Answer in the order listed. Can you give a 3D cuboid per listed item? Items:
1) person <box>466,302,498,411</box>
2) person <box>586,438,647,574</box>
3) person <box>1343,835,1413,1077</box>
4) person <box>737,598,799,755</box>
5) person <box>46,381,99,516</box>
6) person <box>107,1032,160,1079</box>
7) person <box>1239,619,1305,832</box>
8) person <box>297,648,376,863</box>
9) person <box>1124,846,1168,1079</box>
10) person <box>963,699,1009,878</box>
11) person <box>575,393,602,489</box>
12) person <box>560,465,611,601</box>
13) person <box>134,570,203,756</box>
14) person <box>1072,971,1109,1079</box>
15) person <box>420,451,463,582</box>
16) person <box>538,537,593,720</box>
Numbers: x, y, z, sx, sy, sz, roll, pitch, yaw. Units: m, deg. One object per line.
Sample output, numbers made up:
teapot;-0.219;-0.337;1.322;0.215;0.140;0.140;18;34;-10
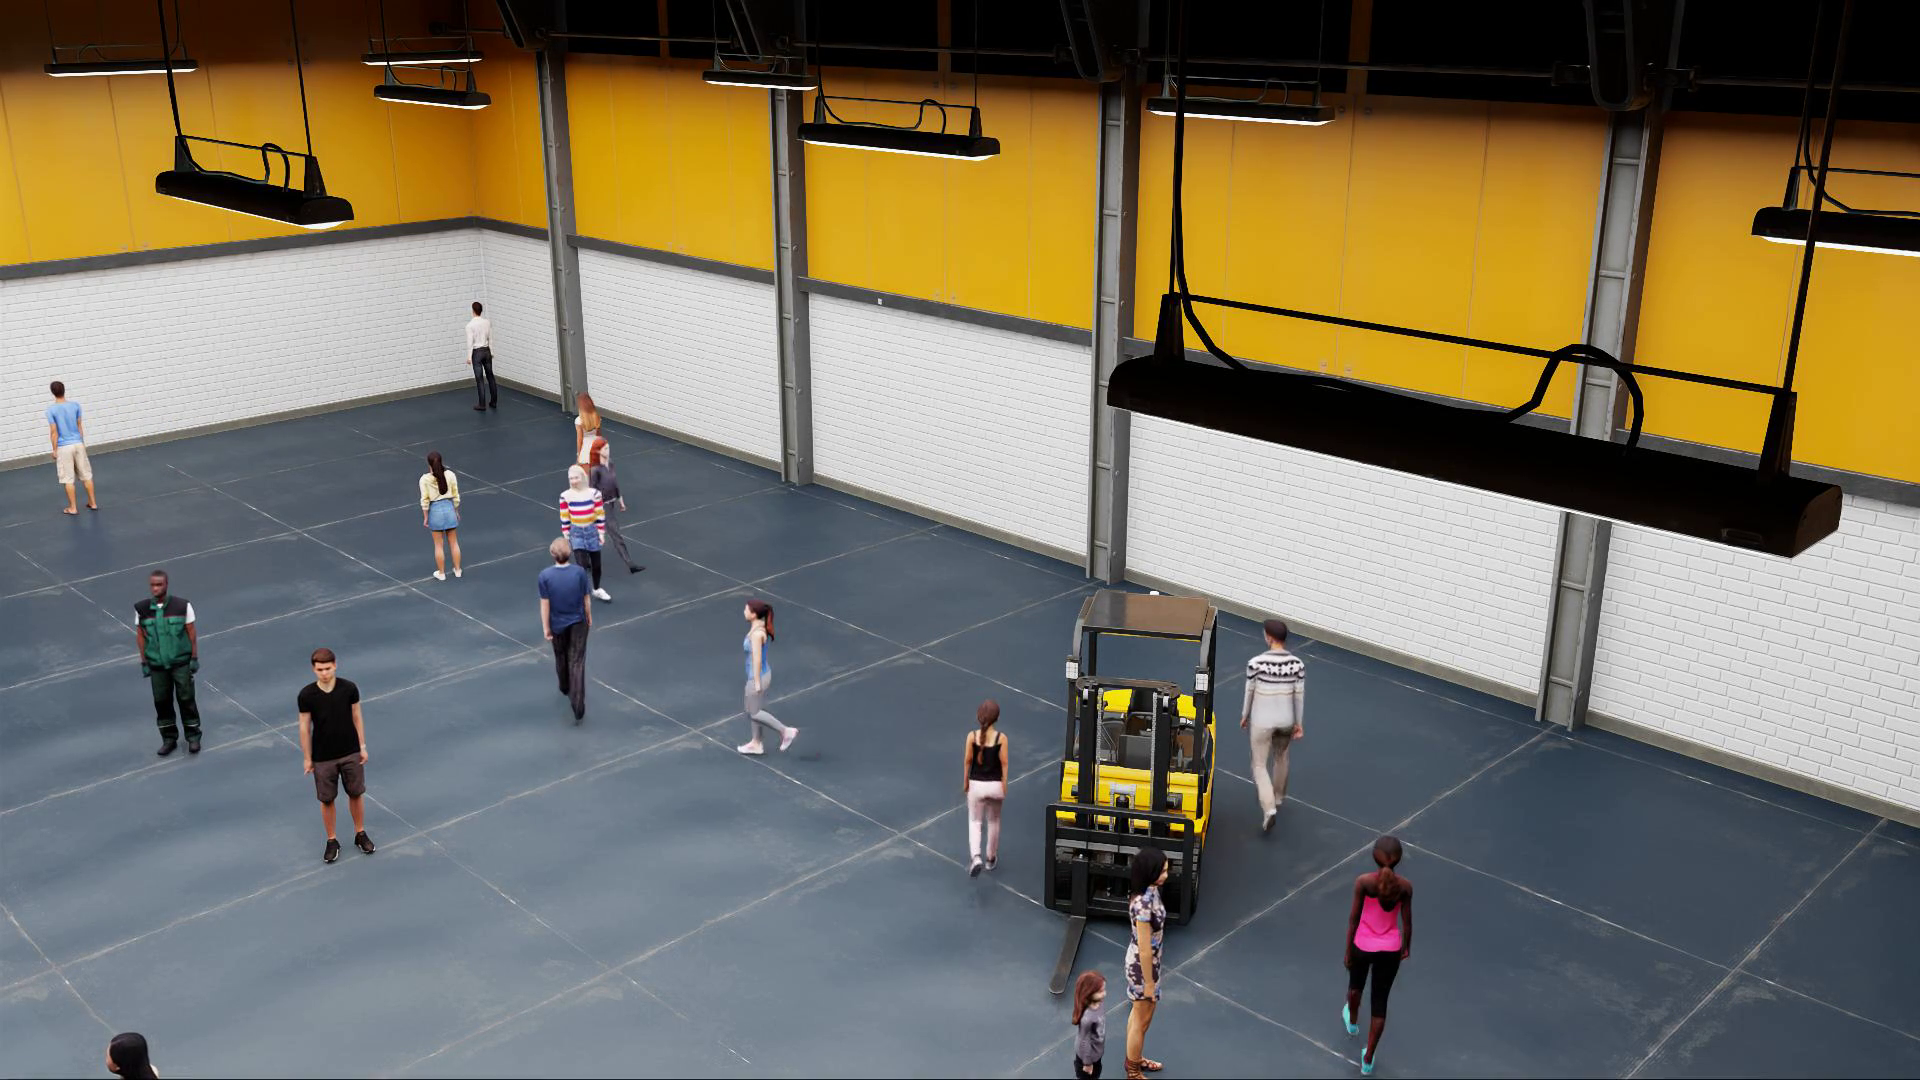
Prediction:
person;-8.270;-3.189;28.764;0.541;1.871;0.662;16;24;39
person;-4.499;-0.392;20.685;1.214;1.726;0.946;6;19;17
person;2.801;2.819;11.186;0.959;1.702;0.955;3;19;10
person;-1.861;1.317;15.813;0.928;1.597;0.849;1;19;4
person;-12.388;-1.297;23.154;0.608;1.864;0.683;14;23;35
person;-4.459;3.470;9.139;0.863;1.774;0.790;-3;19;-8
person;2.738;1.610;14.548;1.029;1.848;1.178;-3;19;-7
person;-5.265;1.775;14.037;0.746;1.862;0.692;-9;21;-26
person;1.228;2.837;11.078;0.705;1.737;0.677;3;19;8
person;0.208;2.070;13.658;0.850;1.545;0.883;2;19;5
person;-5.158;-1.220;23.190;0.558;1.696;0.568;16;24;39
person;-4.391;-0.053;19.591;0.902;1.782;0.994;-5;19;-13
person;-7.560;1.156;15.909;0.783;1.840;0.789;-5;19;-14
person;0.839;3.272;10.774;0.547;1.107;0.533;6;19;17
person;-6.417;-0.310;20.590;0.684;1.631;0.625;-12;22;-31
person;-3.905;0.919;16.650;1.108;1.815;1.315;-4;19;-12
